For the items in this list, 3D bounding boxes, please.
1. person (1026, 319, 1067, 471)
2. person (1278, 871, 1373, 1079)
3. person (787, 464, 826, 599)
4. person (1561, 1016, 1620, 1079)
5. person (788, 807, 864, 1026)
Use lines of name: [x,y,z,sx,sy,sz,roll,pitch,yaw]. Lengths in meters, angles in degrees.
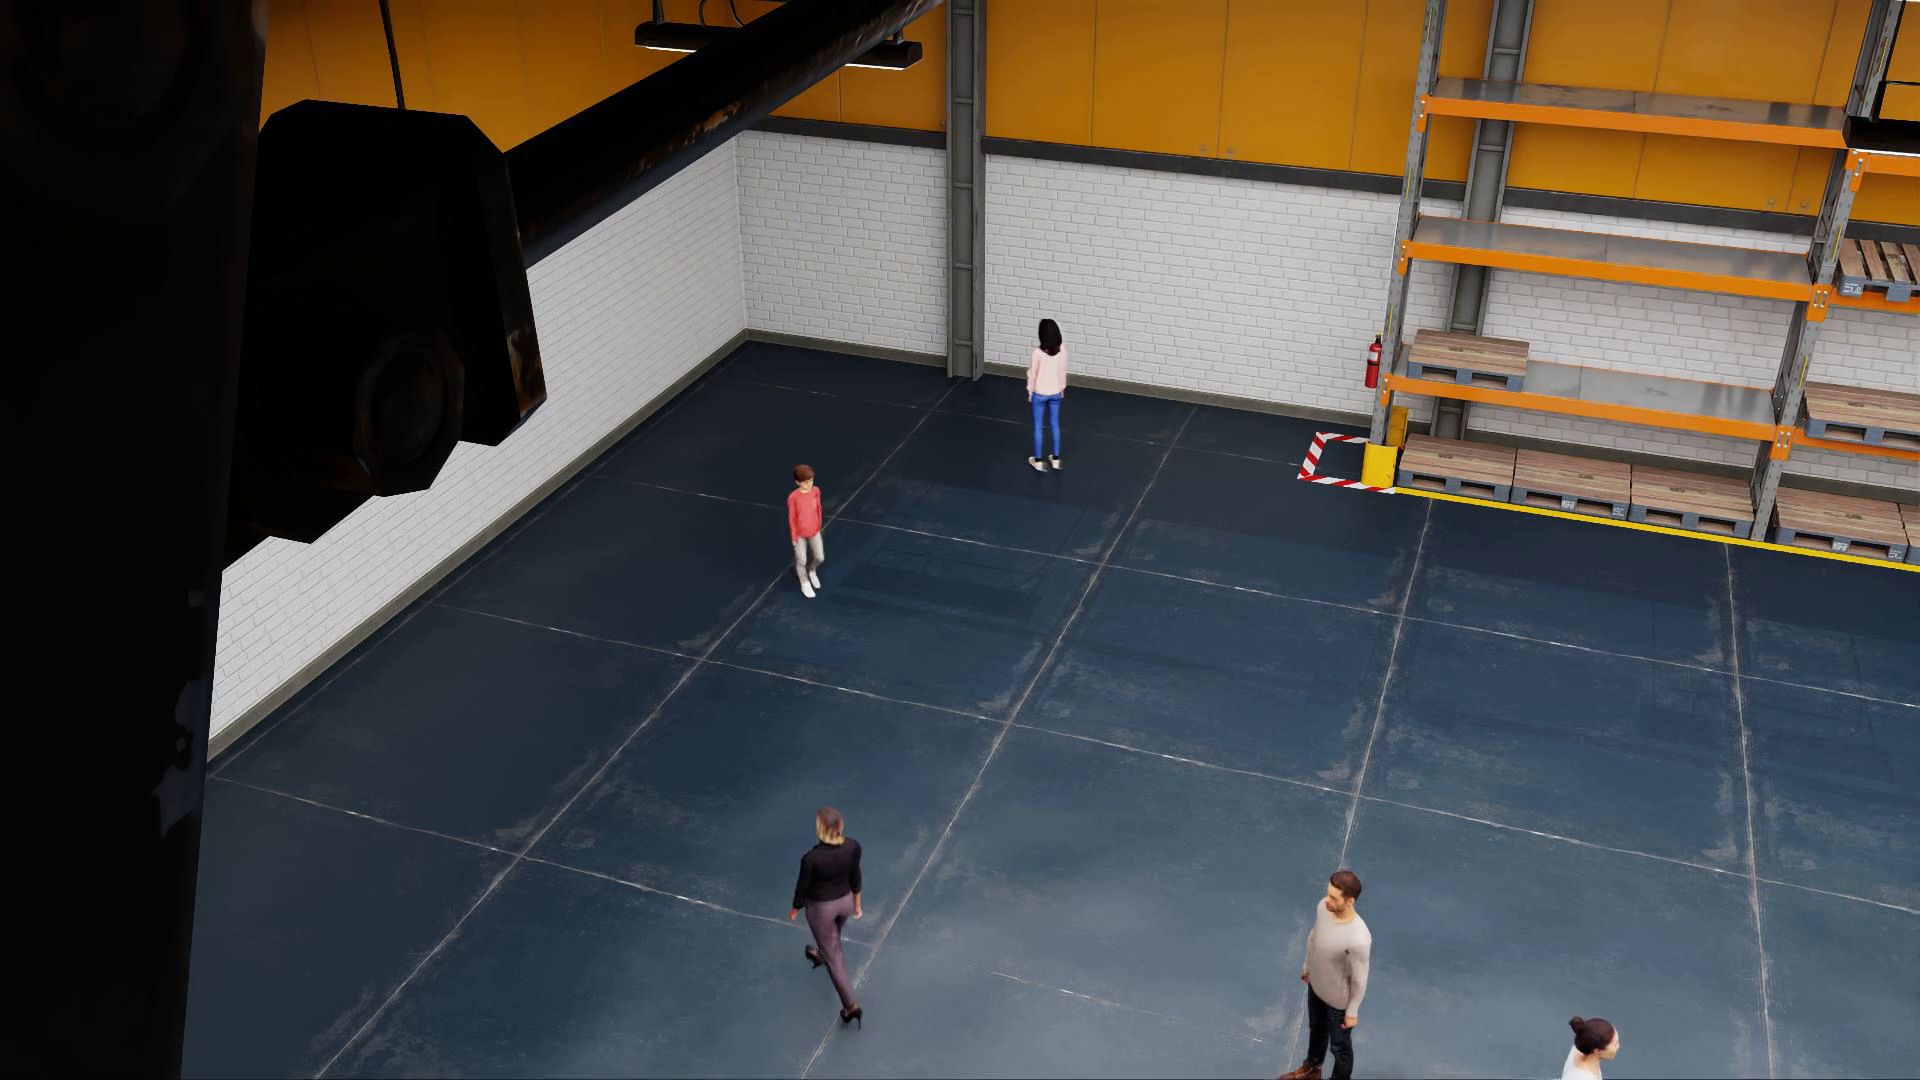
person: [0.966,-1.624,18.562,0.698,1.766,0.770,-11,30,-19]
person: [2.328,2.799,10.351,0.792,1.865,0.730,-13,31,-22]
person: [-1.533,-0.123,16.186,0.643,1.406,0.702,-15,32,-25]
person: [3.422,3.377,9.605,1.119,1.564,0.708,5,29,8]
person: [-0.810,2.543,11.060,0.956,1.633,1.120,-21,35,-33]
